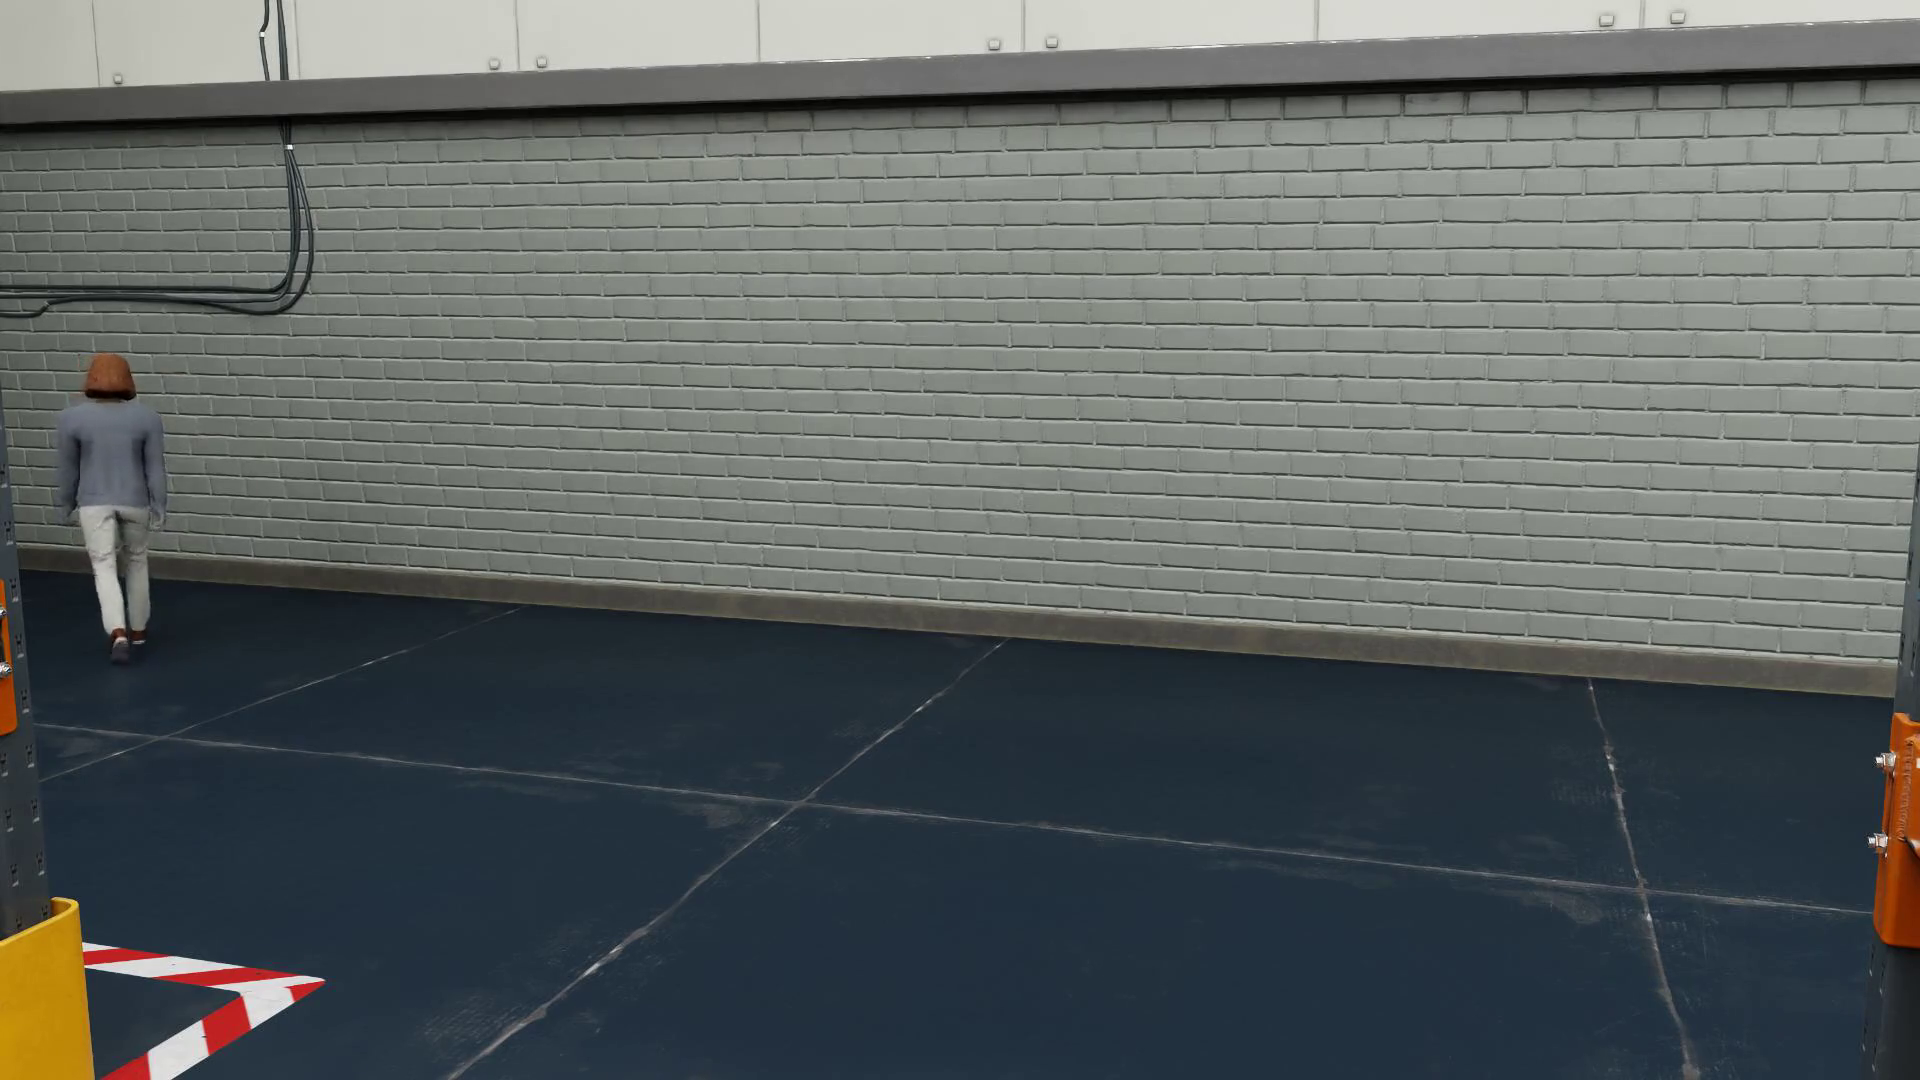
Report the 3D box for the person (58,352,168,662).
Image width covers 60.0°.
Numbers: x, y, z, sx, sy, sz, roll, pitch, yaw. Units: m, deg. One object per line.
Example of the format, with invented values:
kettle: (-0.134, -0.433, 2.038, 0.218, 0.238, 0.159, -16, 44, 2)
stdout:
person: (-4.433, -0.183, 8.741, 0.498, 1.601, 0.781, -6, 11, -31)
